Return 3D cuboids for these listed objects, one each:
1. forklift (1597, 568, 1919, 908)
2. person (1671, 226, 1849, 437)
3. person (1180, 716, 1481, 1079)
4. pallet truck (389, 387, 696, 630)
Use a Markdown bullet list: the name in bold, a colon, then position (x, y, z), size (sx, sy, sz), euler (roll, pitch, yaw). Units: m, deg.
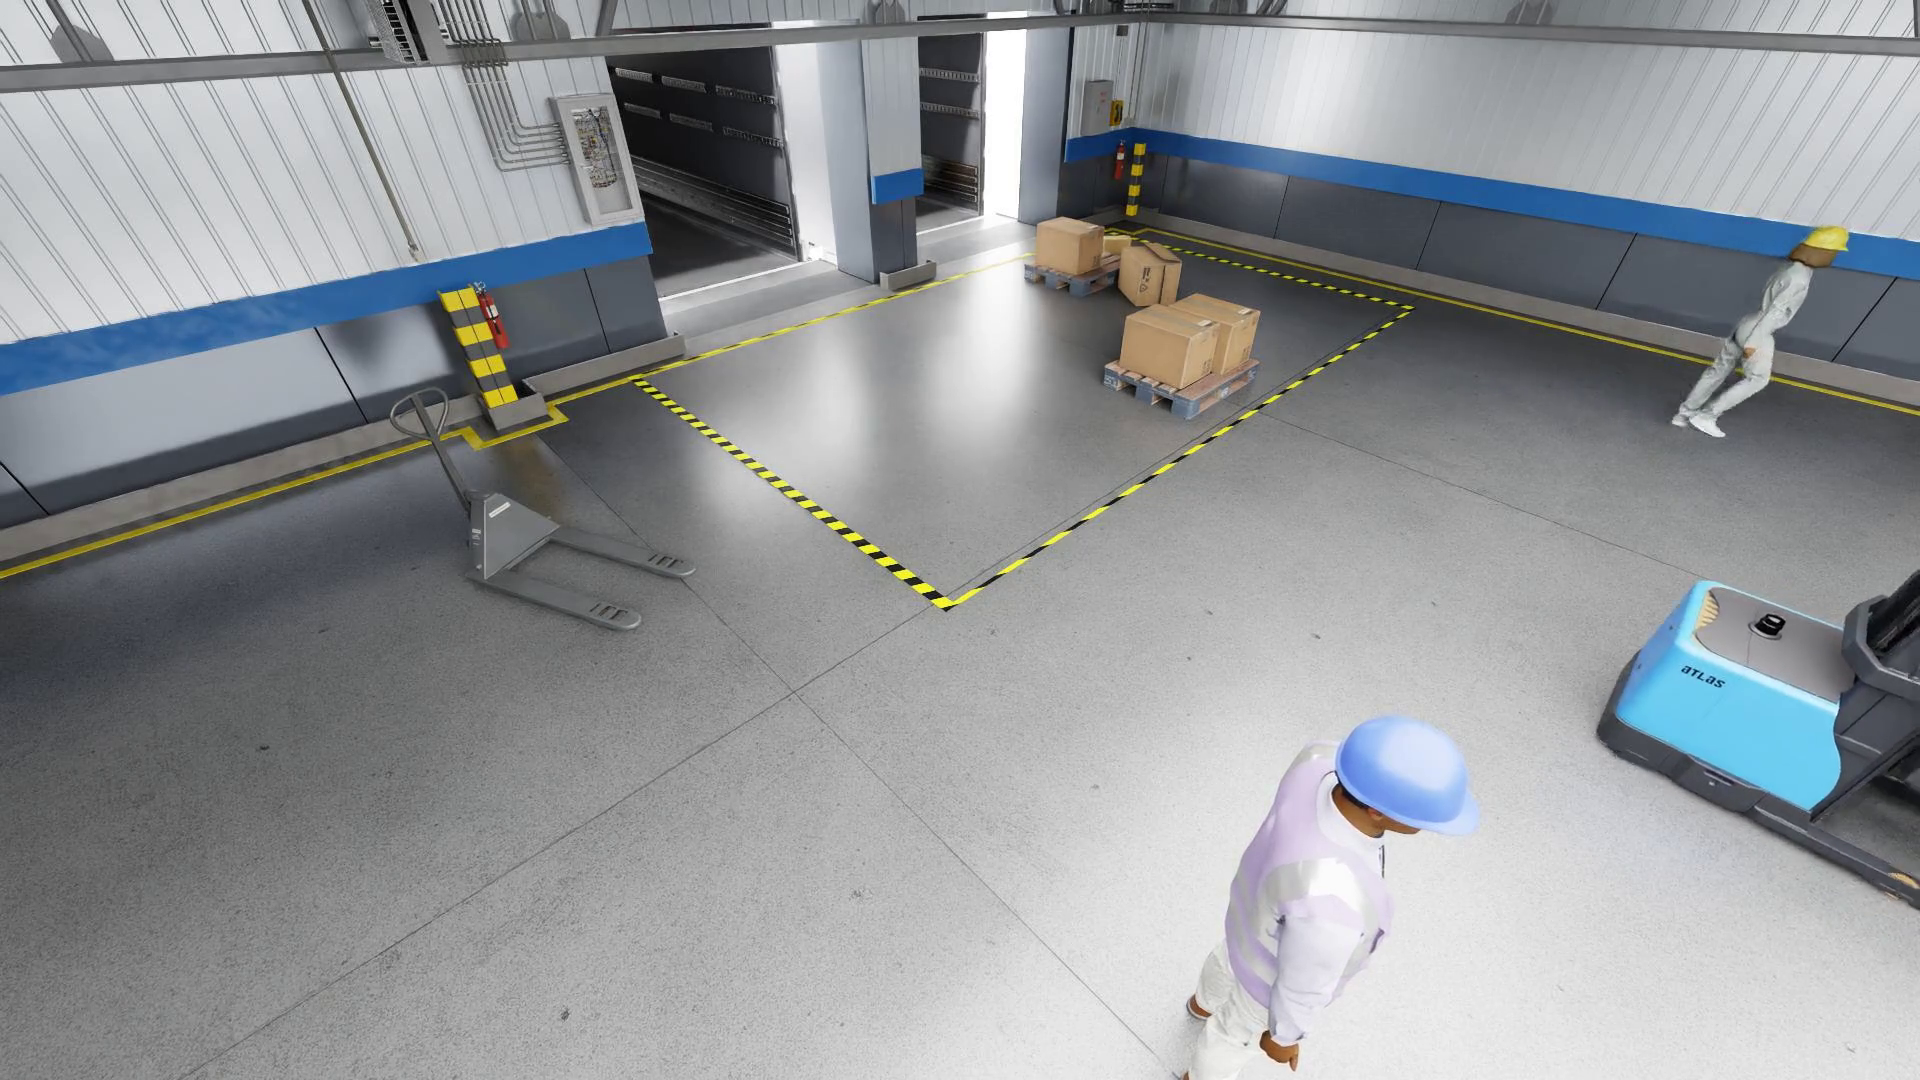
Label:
- **forklift**: position (3.892, 0.325, 3.198), size (0.716, 2.013, 0.776), euler (-31, 47, -33)
- **person**: position (6.578, -1.671, 6.026), size (0.375, 1.727, 0.510), euler (21, 43, 25)
- **person**: position (0.970, 1.179, 2.168), size (0.387, 1.946, 0.613), euler (14, 40, 17)
- **pallet truck**: position (-2.613, -0.247, 4.593), size (1.601, 1.201, 0.680), euler (14, 40, 17)
